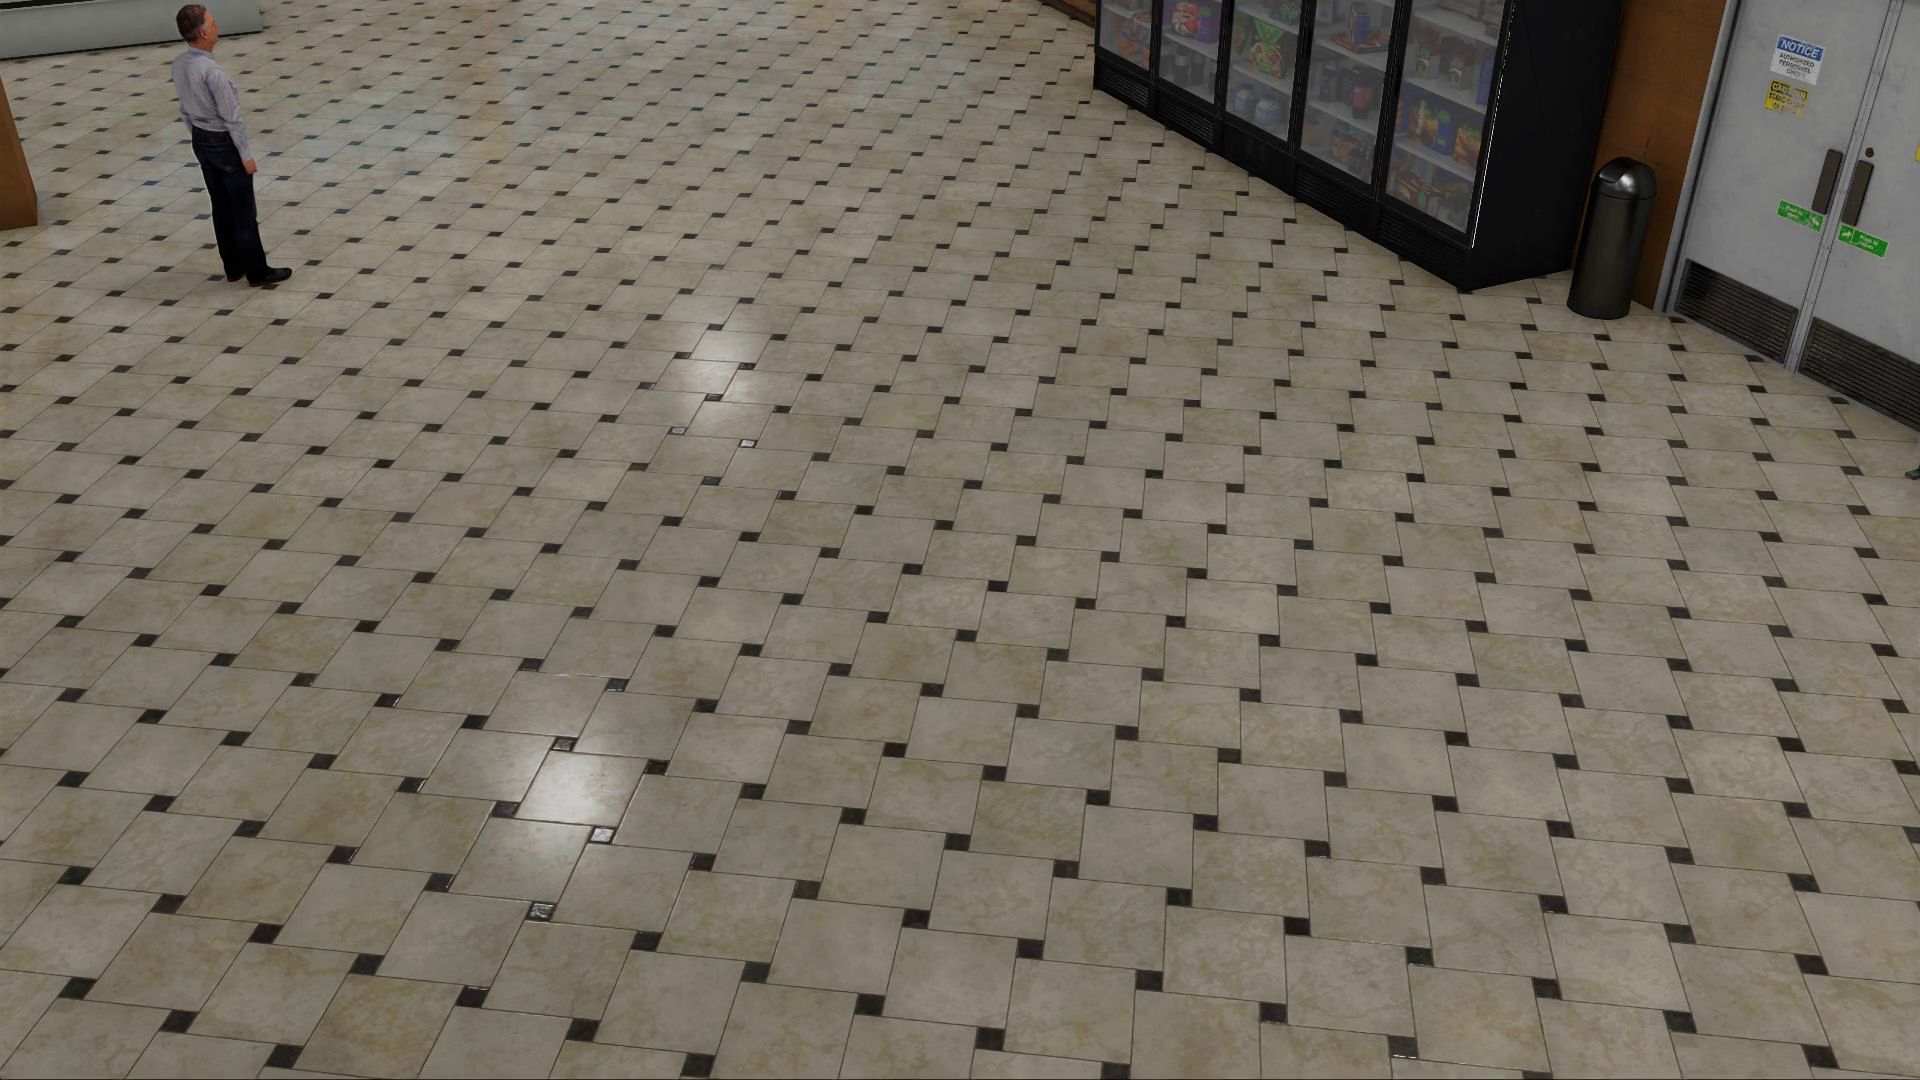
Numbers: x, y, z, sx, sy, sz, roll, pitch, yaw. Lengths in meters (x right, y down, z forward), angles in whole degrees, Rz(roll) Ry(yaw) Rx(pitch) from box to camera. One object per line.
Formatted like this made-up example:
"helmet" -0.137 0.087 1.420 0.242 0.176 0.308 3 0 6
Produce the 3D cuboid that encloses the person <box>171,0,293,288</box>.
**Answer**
"person" -4.781 -2.546 10.764 0.741 1.819 0.748 19 36 27
